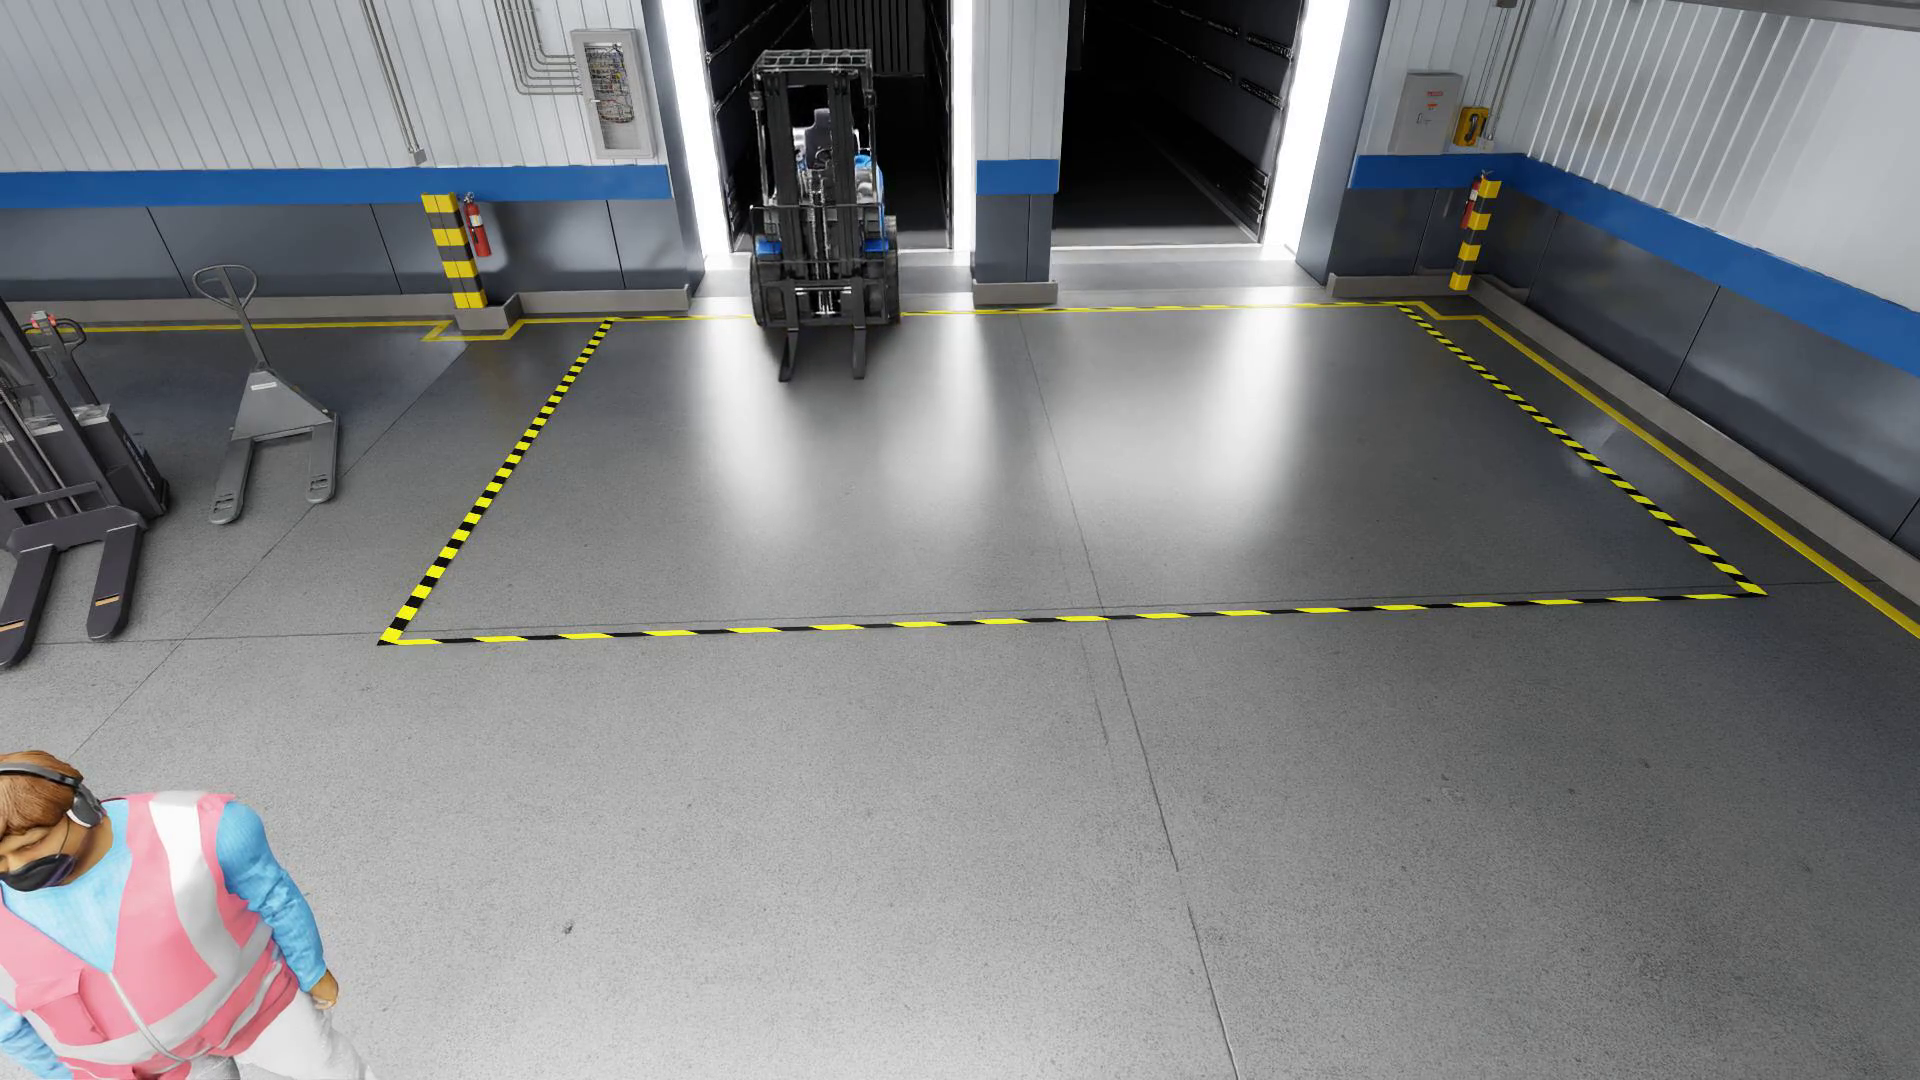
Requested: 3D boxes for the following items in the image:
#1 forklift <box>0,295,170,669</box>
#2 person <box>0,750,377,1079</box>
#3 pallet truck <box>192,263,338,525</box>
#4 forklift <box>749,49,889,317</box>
[{"bbox_3d":[-5.212,-0.618,4.878,0.823,1.965,1.885,-20,39,-26],"label":"forklift"},{"bbox_3d":[-1.960,1.229,2.361,0.626,1.843,0.429,-22,40,-28],"label":"person"},{"bbox_3d":[-4.778,-1.027,6.128,0.680,1.201,1.601,-17,38,-23],"label":"pallet truck"},{"bbox_3d":[-1.286,-3.457,8.627,1.157,2.036,2.680,-3,35,-4],"label":"forklift"}]
